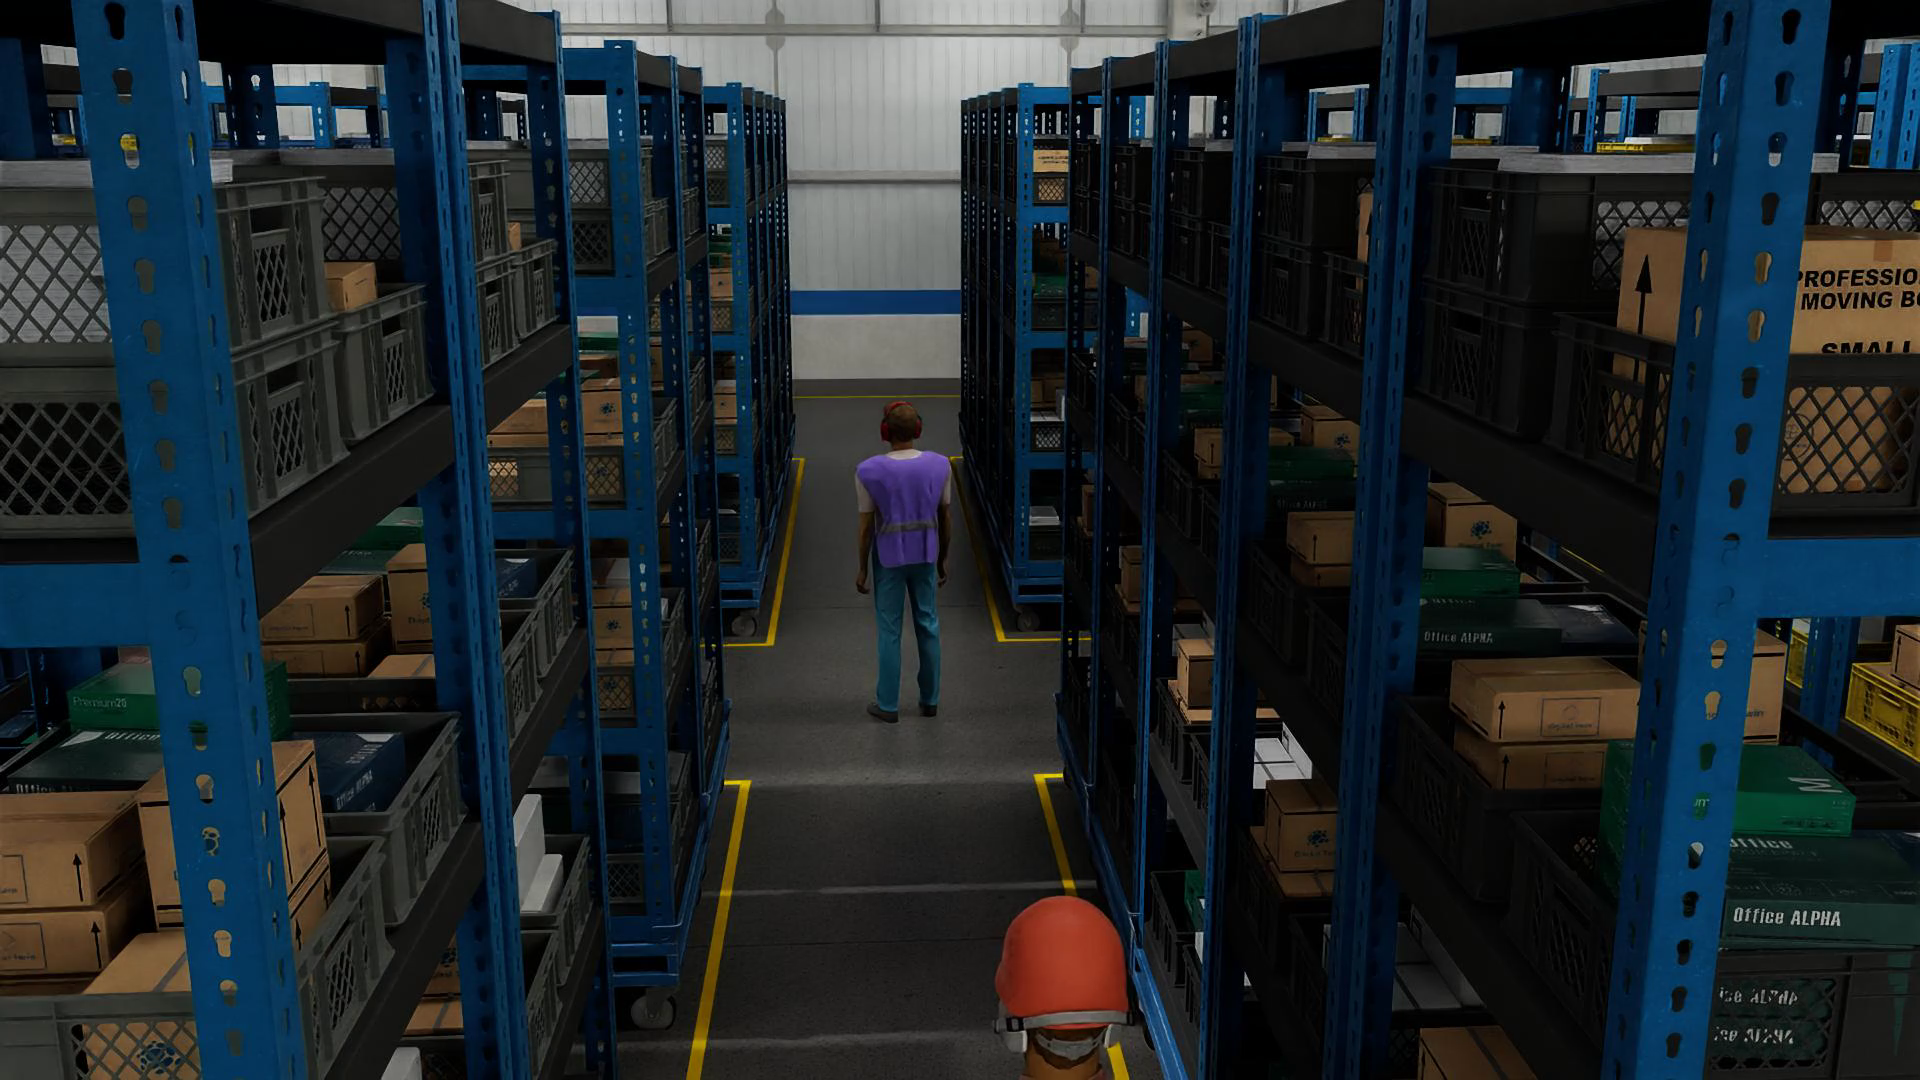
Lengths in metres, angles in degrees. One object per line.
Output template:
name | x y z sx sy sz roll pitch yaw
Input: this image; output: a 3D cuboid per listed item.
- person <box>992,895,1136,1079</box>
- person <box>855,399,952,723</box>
person | 0.186 1.608 3.131 0.622 1.994 0.381 -5 15 -18
person | -0.315 0.129 9.410 0.565 1.849 0.389 -6 15 -22
